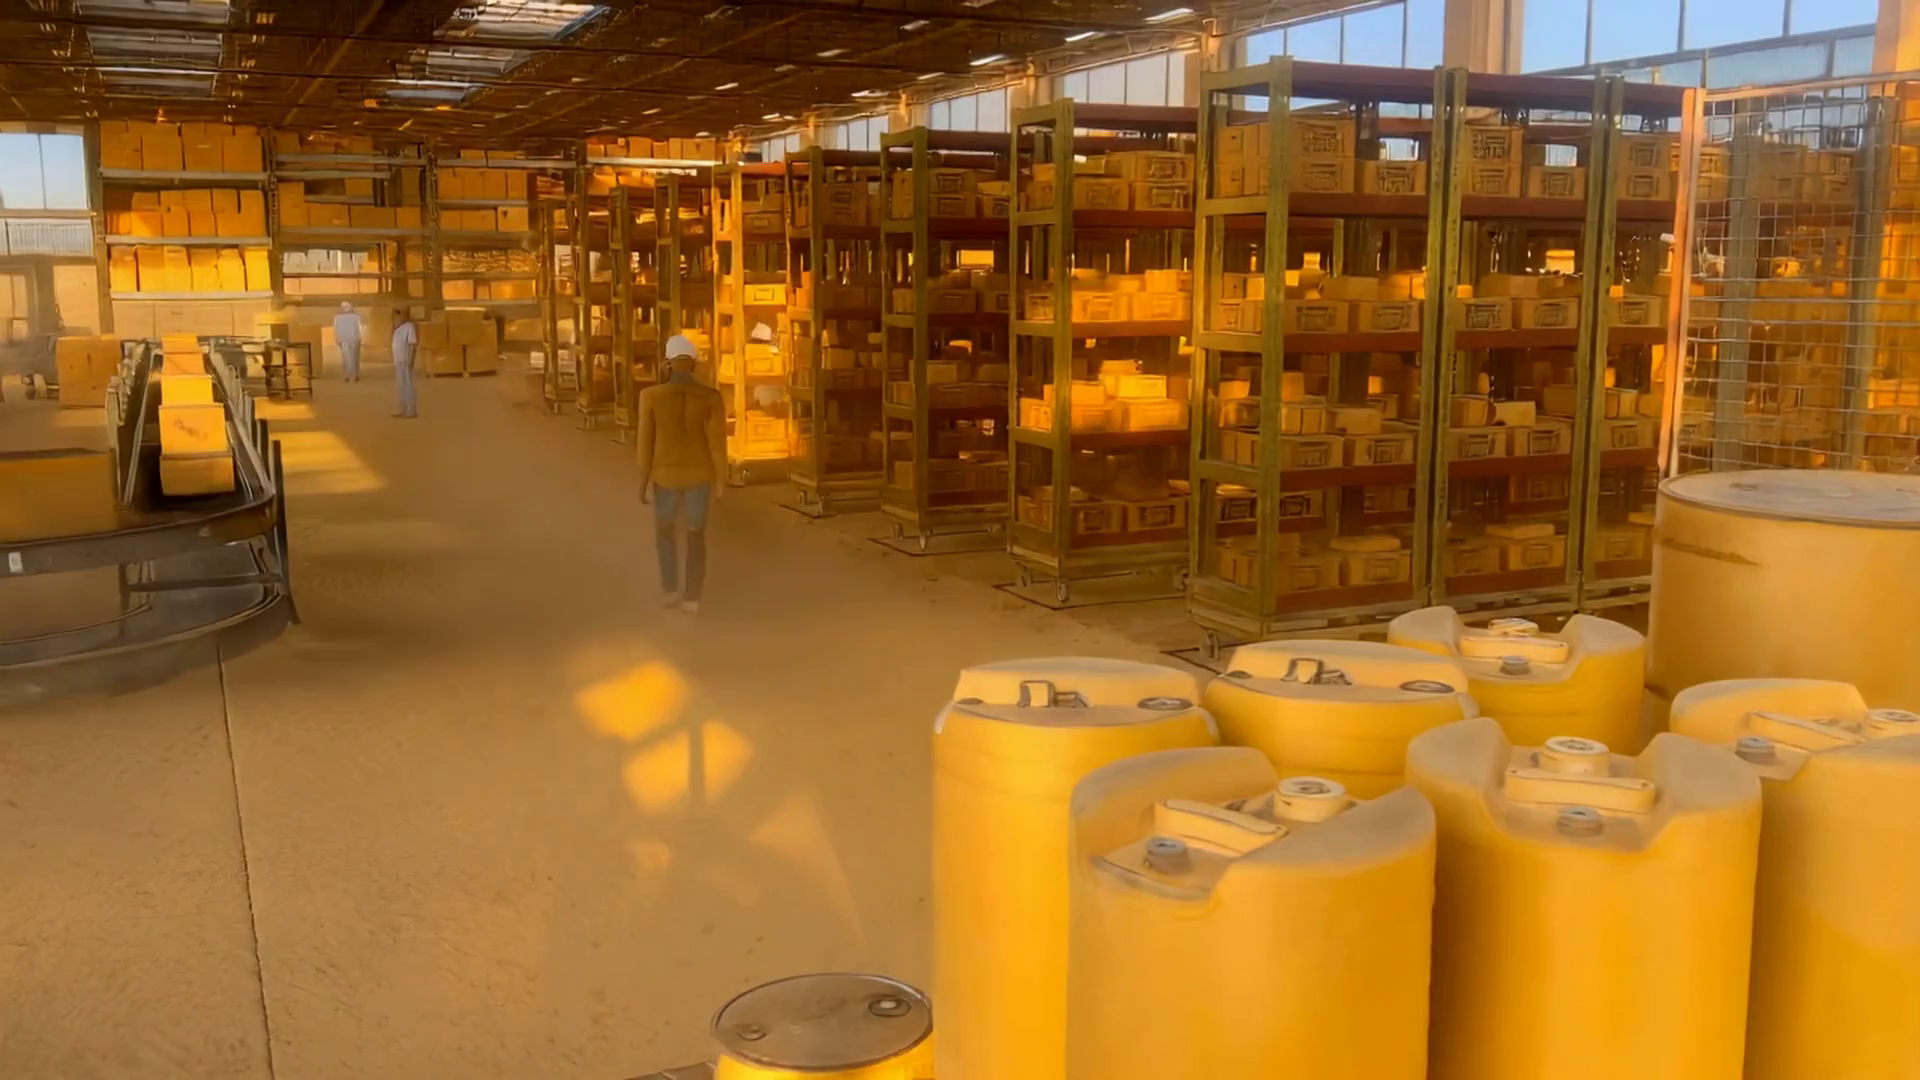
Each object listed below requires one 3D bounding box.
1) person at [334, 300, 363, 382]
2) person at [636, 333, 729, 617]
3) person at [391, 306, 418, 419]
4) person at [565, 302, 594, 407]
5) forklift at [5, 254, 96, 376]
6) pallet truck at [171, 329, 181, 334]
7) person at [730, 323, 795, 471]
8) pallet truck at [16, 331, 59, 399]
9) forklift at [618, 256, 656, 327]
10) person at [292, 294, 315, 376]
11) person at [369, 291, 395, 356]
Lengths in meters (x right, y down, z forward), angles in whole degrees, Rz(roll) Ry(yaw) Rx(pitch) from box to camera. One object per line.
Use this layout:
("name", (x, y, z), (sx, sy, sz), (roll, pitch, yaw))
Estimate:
("person", (-13.378, -4.354, 36.437), (0.584, 1.804, 0.866), (-4, 10, -21))
("person", (-1.962, -0.467, 11.765), (0.651, 1.975, 0.670), (-2, 9, -13))
("person", (-9.148, -2.920, 27.394), (0.563, 1.850, 0.390), (8, 12, 42))
("person", (-6.850, -3.335, 29.835), (0.672, 1.891, 0.420), (5, 10, 29))
("forklift", (-21.124, -5.229, 38.529), (1.873, 2.768, 1.129), (-4, 10, -25))
("pallet truck", (-17.275, -3.851, 35.096), (1.601, 1.201, 0.680), (0, 9, 1))
("person", (-2.326, -1.719, 20.110), (0.899, 1.799, 0.584), (-3, 10, -16))
("pallet truck", (-17.082, -3.353, 31.781), (1.630, 1.274, 0.653), (-4, 10, -25))
("forklift", (-9.147, -6.264, 44.952), (1.873, 2.768, 1.129), (-4, 10, -25))
("person", (-15.305, -4.710, 38.354), (0.955, 1.913, 0.617), (-2, 9, -15))
("person", (-16.604, -6.227, 47.921), (0.734, 1.858, 0.628), (1, 9, 4))
